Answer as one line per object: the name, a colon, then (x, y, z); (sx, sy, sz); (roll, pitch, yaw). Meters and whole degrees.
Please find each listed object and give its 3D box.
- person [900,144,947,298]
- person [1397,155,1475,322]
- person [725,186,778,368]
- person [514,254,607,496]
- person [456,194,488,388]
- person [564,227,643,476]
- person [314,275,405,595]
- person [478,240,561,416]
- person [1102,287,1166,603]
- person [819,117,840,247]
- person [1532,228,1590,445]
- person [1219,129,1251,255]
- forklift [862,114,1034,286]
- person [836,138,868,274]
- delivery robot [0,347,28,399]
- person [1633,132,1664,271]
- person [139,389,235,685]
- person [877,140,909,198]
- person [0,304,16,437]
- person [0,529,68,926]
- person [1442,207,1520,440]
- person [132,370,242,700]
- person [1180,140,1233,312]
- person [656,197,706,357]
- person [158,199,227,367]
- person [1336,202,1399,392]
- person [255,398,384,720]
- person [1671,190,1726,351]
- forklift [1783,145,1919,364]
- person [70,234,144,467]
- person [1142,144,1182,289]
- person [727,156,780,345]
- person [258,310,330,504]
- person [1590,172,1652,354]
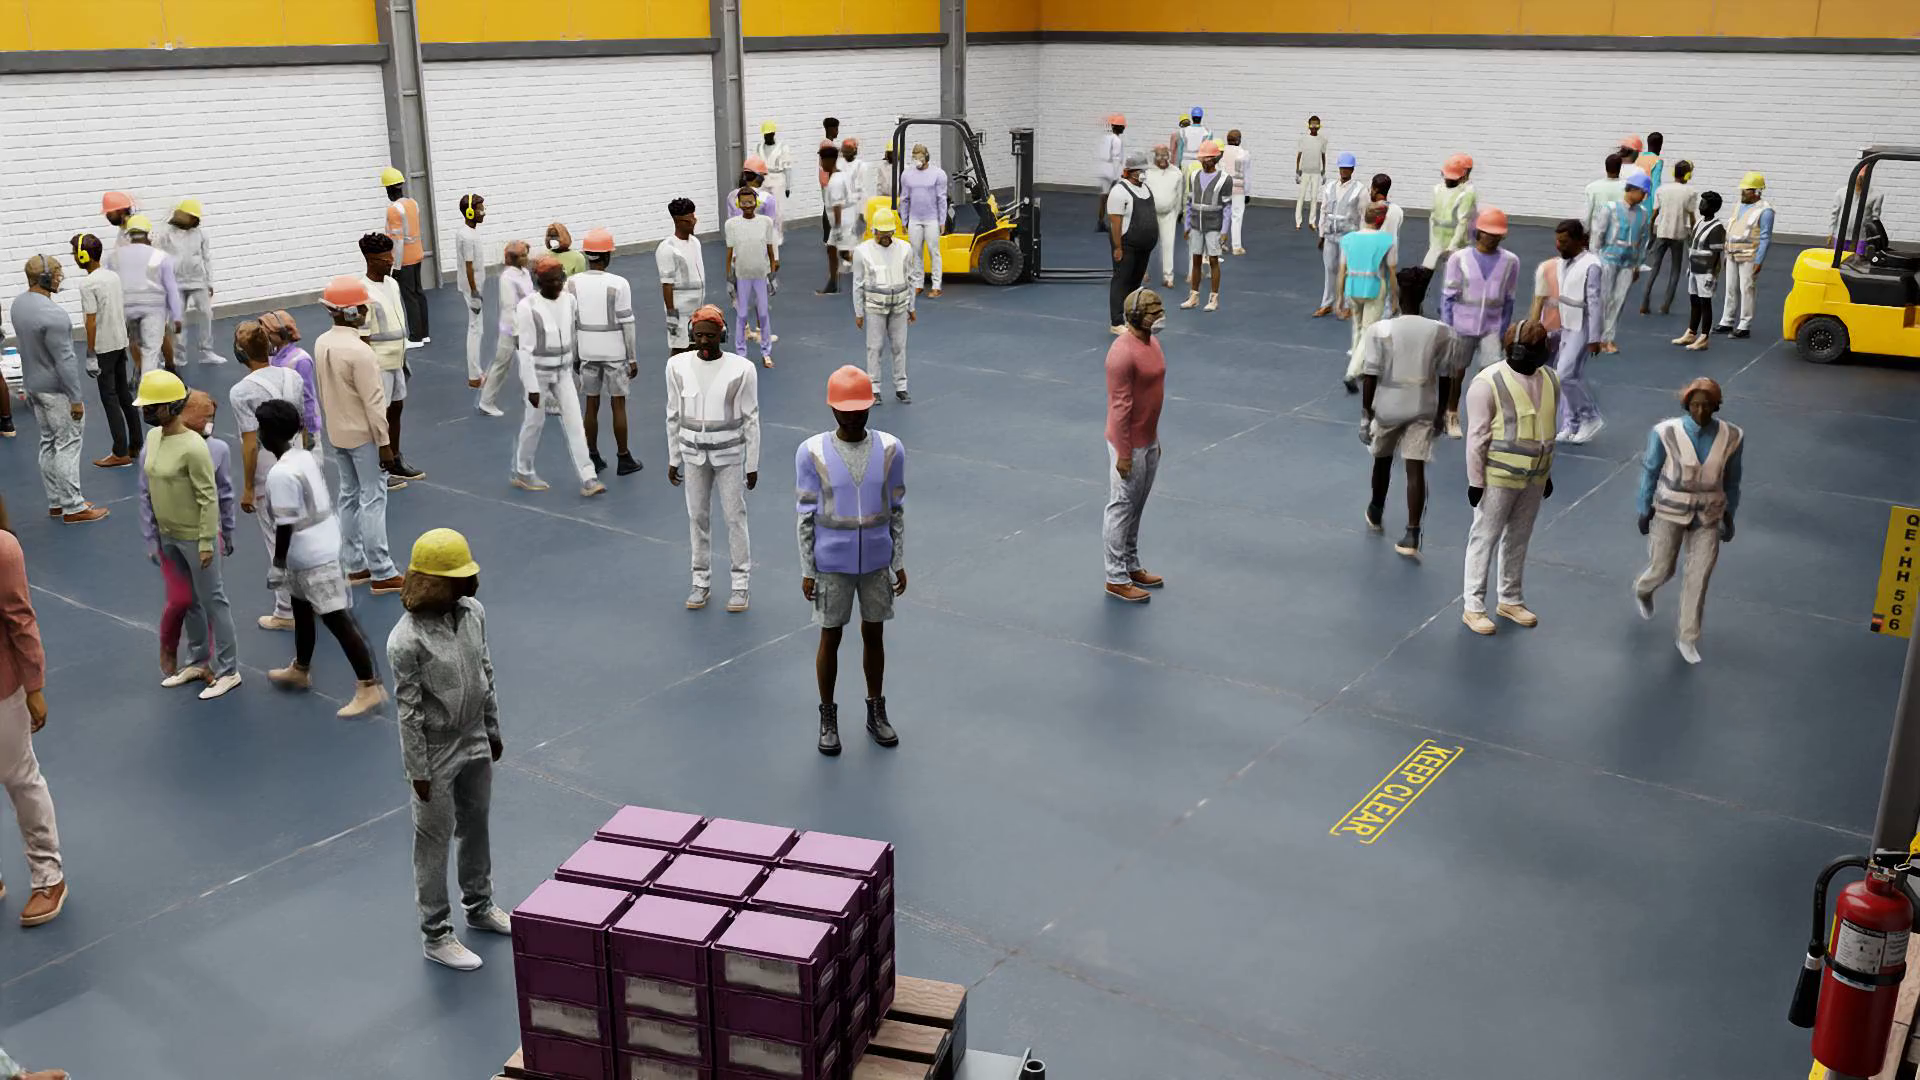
person: (-0.464, -4.040, 21.081); (0.641, 1.928, 0.381); (7, 19, 20)
person: (5.501, -3.372, 18.922); (0.926, 1.969, 0.632); (-11, 21, -31)
person: (-2.108, -2.653, 16.857); (0.515, 1.864, 0.342); (-4, 18, -13)
person: (-3.032, -1.212, 12.374); (0.985, 1.826, 0.609); (13, 22, 35)
person: (-4.677, -2.396, 16.051); (0.324, 1.861, 0.510); (-6, 19, -17)
person: (-2.780, -1.464, 13.001); (0.551, 1.936, 0.357); (3, 18, 11)
person: (-3.733, -0.647, 10.355); (0.612, 1.995, 0.376); (15, 23, 38)
person: (-3.957, -1.880, 14.860); (0.885, 1.590, 0.542); (3, 18, 10)
person: (1.091, -0.595, 10.283); (0.372, 1.940, 0.627); (8, 19, 23)
person: (-1.985, -5.510, 25.611); (0.367, 1.966, 0.605); (-4, 18, -14)
person: (5.150, -1.794, 14.258); (0.577, 1.798, 0.950); (0, 18, 0)
person: (4.055, -5.193, 24.843); (0.628, 1.838, 0.429); (13, 22, 36)
forklift: (-0.171, -4.594, 22.377); (2.313, 2.155, 1.214); (1, 18, 3)
person: (-1.494, -4.638, 23.053); (0.653, 1.858, 0.546); (14, 22, 37)
delivery robot: (-8.683, -1.527, 15.285); (0.477, 0.478, 0.707); (-12, 21, -32)
person: (9.561, -4.722, 23.244); (0.397, 1.911, 0.587); (-3, 18, -10)
person: (-4.137, -0.010, 8.994); (0.337, 1.603, 0.542); (17, 24, 42)
person: (-0.962, -4.852, 23.911); (0.484, 1.746, 0.288); (3, 18, 11)
person: (-8.368, -1.799, 14.006); (0.365, 1.962, 0.614); (11, 21, 31)
person: (-3.920, 0.587, 6.527); (0.630, 1.980, 0.412); (-2, 18, -6)
person: (4.303, -1.739, 13.777); (0.622, 1.990, 1.006); (2, 18, 5)
person: (-4.104, -0.029, 8.792); (0.525, 1.769, 0.310); (11, 21, 32)
person: (2.972, -3.787, 20.096); (0.605, 2.045, 0.379); (13, 22, 35)
person: (-2.446, -2.064, 14.832); (0.361, 1.965, 0.613); (6, 19, 19)
person: (-7.935, -2.607, 16.957); (0.641, 1.703, 0.340); (-11, 21, -30)
person: (3.907, -2.346, 15.999); (0.579, 1.805, 0.934); (15, 23, 39)
person: (-3.378, 0.091, 8.612); (0.681, 1.647, 0.574); (-4, 18, -11)
person: (7.965, -2.887, 17.841); (0.321, 1.697, 0.530); (-1, 18, -2)
forklift: (9.803, -2.879, 17.013); (2.313, 2.155, 1.214); (12, 21, 33)
person: (-6.823, -1.509, 13.281); (0.343, 1.857, 0.521); (1, 18, 3)
person: (2.615, -4.311, 22.050); (0.642, 1.867, 0.909); (-2, 18, -5)
person: (-2.223, -3.145, 18.115); (0.611, 2.032, 0.411); (9, 20, 27)
person: (-4.487, -0.742, 11.242); (0.520, 1.630, 0.321); (15, 23, 39)
person: (6.991, -2.954, 17.725); (0.650, 1.898, 0.579); (-5, 18, -14)
